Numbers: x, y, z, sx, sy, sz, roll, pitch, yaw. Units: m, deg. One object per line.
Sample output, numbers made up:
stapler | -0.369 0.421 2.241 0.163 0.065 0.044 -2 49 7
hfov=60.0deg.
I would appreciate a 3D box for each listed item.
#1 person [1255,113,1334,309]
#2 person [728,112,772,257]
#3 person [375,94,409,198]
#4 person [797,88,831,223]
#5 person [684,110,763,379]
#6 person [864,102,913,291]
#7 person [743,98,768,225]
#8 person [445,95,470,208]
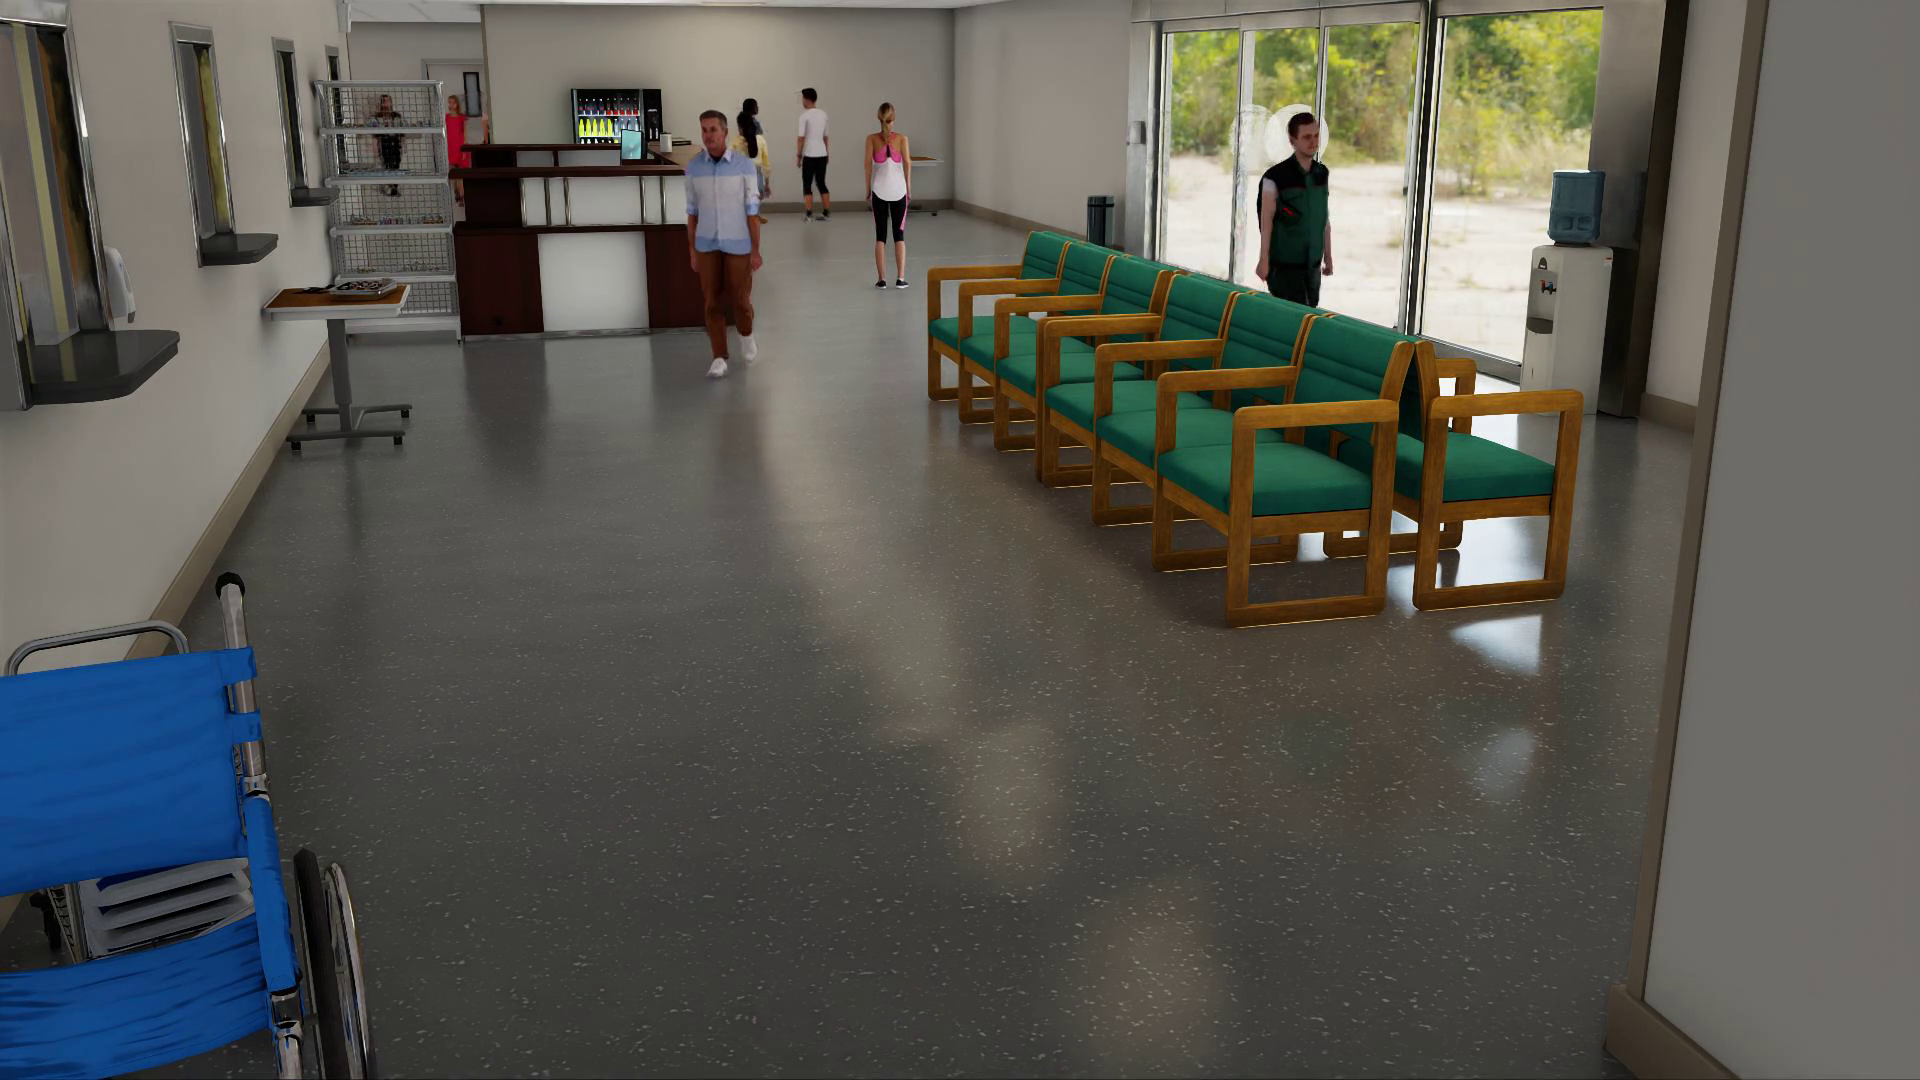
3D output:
person | 2.047 -1.741 10.441 0.706 1.829 0.803 -11 19 -33
person | -2.383 -4.045 19.020 0.816 1.608 0.798 -8 18 -27
person | -9.547 -6.595 27.950 1.078 1.671 0.836 -8 18 -28
person | -2.058 -5.433 23.516 0.749 1.840 0.867 -14 21 -41
person | -1.623 -2.050 11.575 0.910 1.810 0.923 2 16 7
person | -0.697 -3.359 16.259 0.542 1.787 0.716 0 16 0
person | -2.926 -5.347 23.446 0.528 1.713 0.619 -5 17 -18
person | -7.909 -6.140 26.257 0.639 1.714 0.683 0 16 -1
